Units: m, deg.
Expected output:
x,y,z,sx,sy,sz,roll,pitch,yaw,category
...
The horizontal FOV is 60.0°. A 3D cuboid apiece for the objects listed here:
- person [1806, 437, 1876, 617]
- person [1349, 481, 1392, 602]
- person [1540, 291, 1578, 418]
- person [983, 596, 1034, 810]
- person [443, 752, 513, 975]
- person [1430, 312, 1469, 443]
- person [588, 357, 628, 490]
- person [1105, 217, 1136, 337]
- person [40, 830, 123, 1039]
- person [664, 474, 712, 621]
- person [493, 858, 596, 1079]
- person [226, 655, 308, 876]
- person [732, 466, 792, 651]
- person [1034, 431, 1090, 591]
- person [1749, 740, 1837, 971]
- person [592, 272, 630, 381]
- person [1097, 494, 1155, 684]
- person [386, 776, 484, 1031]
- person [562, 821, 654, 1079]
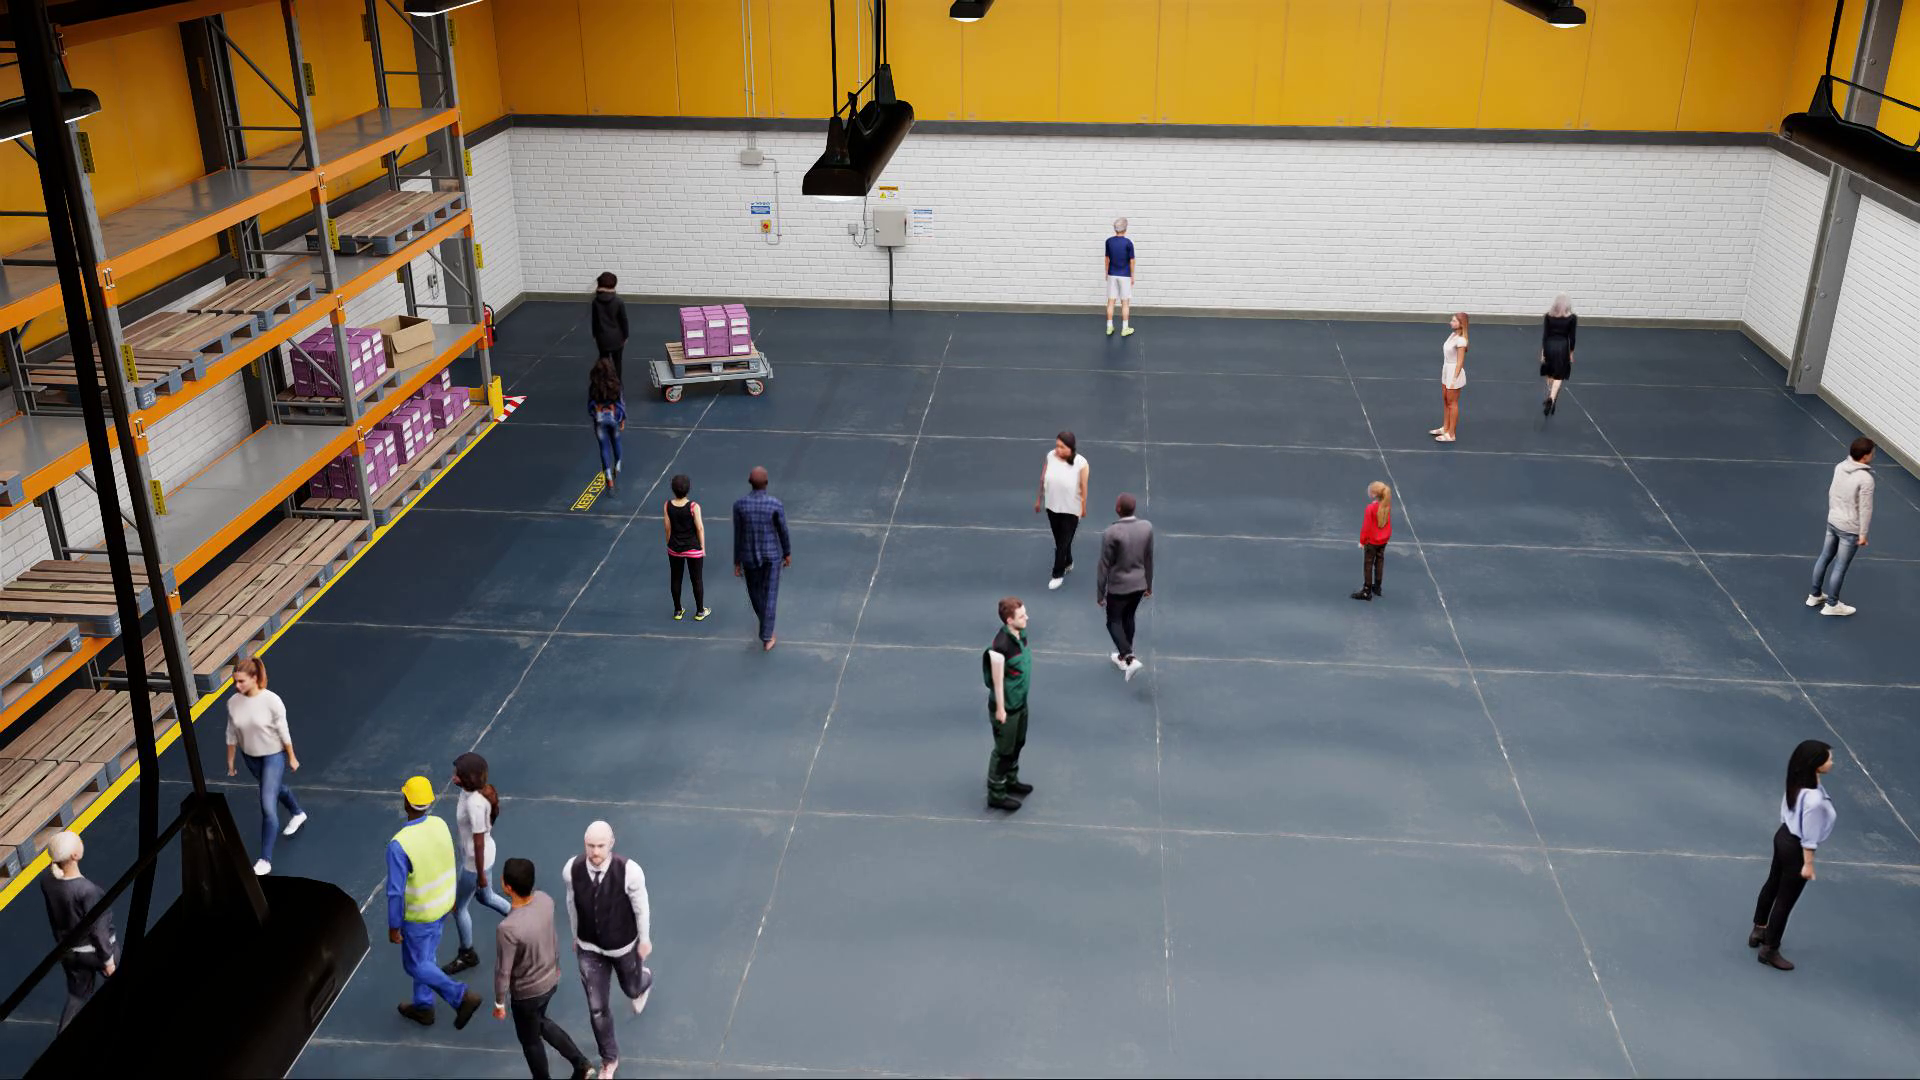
x,y,z,sx,sy,sz,roll,pitch,yaw,category
8.882,-0.157,16.719,0.796,1.853,0.628,-5,24,-12,person
4.281,-0.017,17.119,0.631,1.276,0.670,-10,26,-22,person
7.886,-2.408,22.034,0.794,1.722,1.082,10,26,22,person
0.394,1.292,13.421,0.762,1.840,0.613,9,25,21,person
-3.267,2.210,11.496,0.890,1.699,0.981,-6,24,-14,person
6.348,-2.115,21.396,0.643,1.694,0.514,0,24,-1,person
-4.216,-1.371,19.830,0.797,1.587,1.091,-5,24,-11,person
2.466,-4.085,25.725,0.704,1.838,0.668,10,26,23,person
-5.590,2.627,10.541,0.725,1.702,1.036,6,24,14,person
-2.748,0.061,16.601,0.549,1.548,0.513,4,24,8,person
-2.544,2.750,10.193,0.825,1.754,0.780,20,31,38,person
-5.303,1.658,12.799,0.722,1.669,1.166,5,24,11,person
-1.909,0.207,15.988,0.761,1.773,1.127,0,24,-1,person
1.123,-0.375,17.455,0.940,1.663,1.043,19,30,36,person
5.785,2.160,11.555,0.714,1.743,0.496,4,24,8,person
-4.806,-2.767,22.802,0.670,1.763,0.634,-1,24,-3,person
1.575,0.471,15.349,0.970,1.800,1.106,-9,25,-19,person
-3.441,2.435,10.894,0.937,1.769,0.982,7,24,15,person
-2.203,2.542,10.617,0.676,1.795,1.109,2,24,5,person
